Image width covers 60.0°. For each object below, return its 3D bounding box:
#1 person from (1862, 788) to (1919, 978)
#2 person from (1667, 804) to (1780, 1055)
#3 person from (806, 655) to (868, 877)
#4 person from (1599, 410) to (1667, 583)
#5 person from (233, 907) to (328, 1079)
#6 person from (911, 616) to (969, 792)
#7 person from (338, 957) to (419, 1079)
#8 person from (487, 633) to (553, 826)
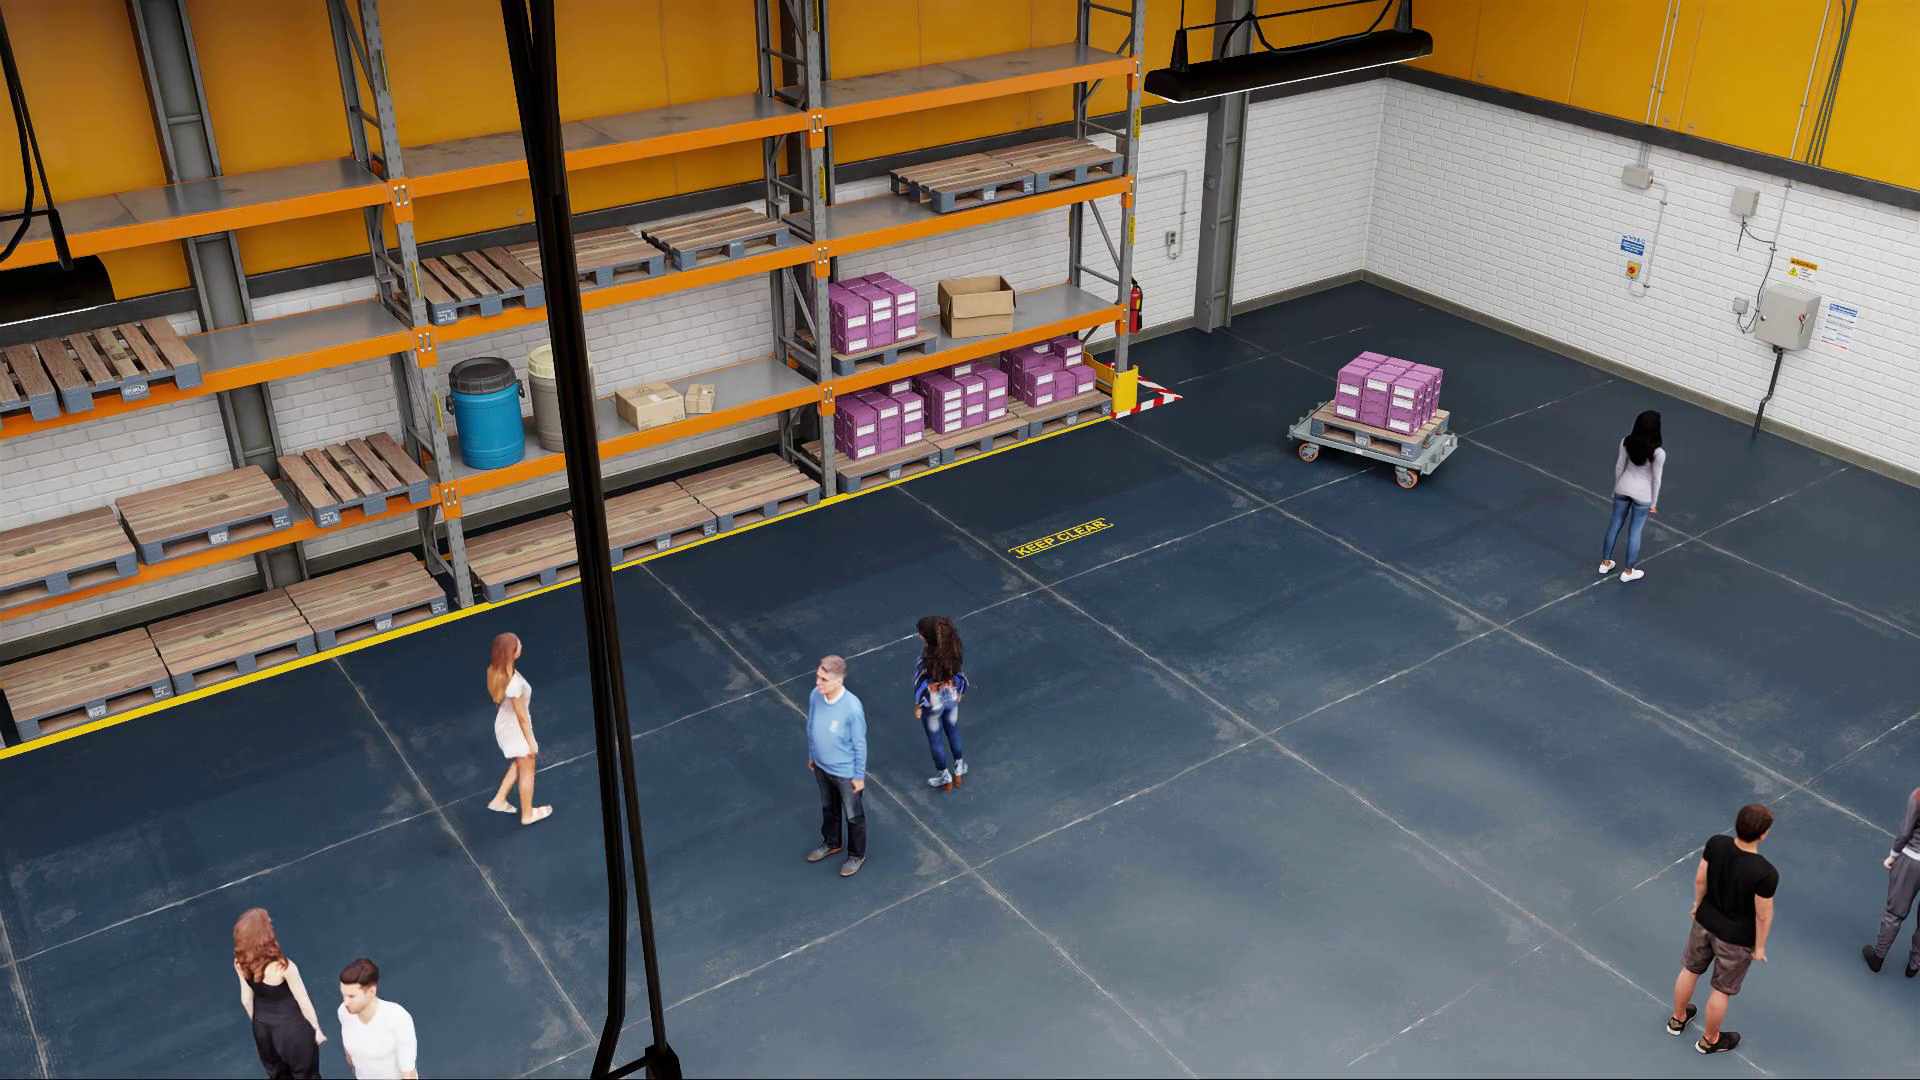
[{"bbox_3d":[6.401,2.159,11.039,0.662,1.779,0.680,11,30,19],"label":"person"},{"bbox_3d":[4.804,2.426,10.464,0.579,1.861,0.681,-17,33,-28],"label":"person"},{"bbox_3d":[-0.879,1.599,12.025,0.721,1.817,0.666,20,35,33],"label":"person"},{"bbox_3d":[6.410,-0.429,15.829,0.548,1.736,0.620,-22,36,-35],"label":"person"},{"bbox_3d":[-3.994,2.873,9.765,0.661,1.747,0.718,5,29,10],"label":"person"},{"bbox_3d":[-0.137,1.245,12.890,0.494,1.611,0.753,-14,32,-24],"label":"person"},{"bbox_3d":[-3.149,3.057,9.352,1.101,1.819,1.239,9,30,16],"label":"person"},{"bbox_3d":[-3.395,1.464,12.416,0.676,1.682,0.566,-19,34,-30],"label":"person"}]
